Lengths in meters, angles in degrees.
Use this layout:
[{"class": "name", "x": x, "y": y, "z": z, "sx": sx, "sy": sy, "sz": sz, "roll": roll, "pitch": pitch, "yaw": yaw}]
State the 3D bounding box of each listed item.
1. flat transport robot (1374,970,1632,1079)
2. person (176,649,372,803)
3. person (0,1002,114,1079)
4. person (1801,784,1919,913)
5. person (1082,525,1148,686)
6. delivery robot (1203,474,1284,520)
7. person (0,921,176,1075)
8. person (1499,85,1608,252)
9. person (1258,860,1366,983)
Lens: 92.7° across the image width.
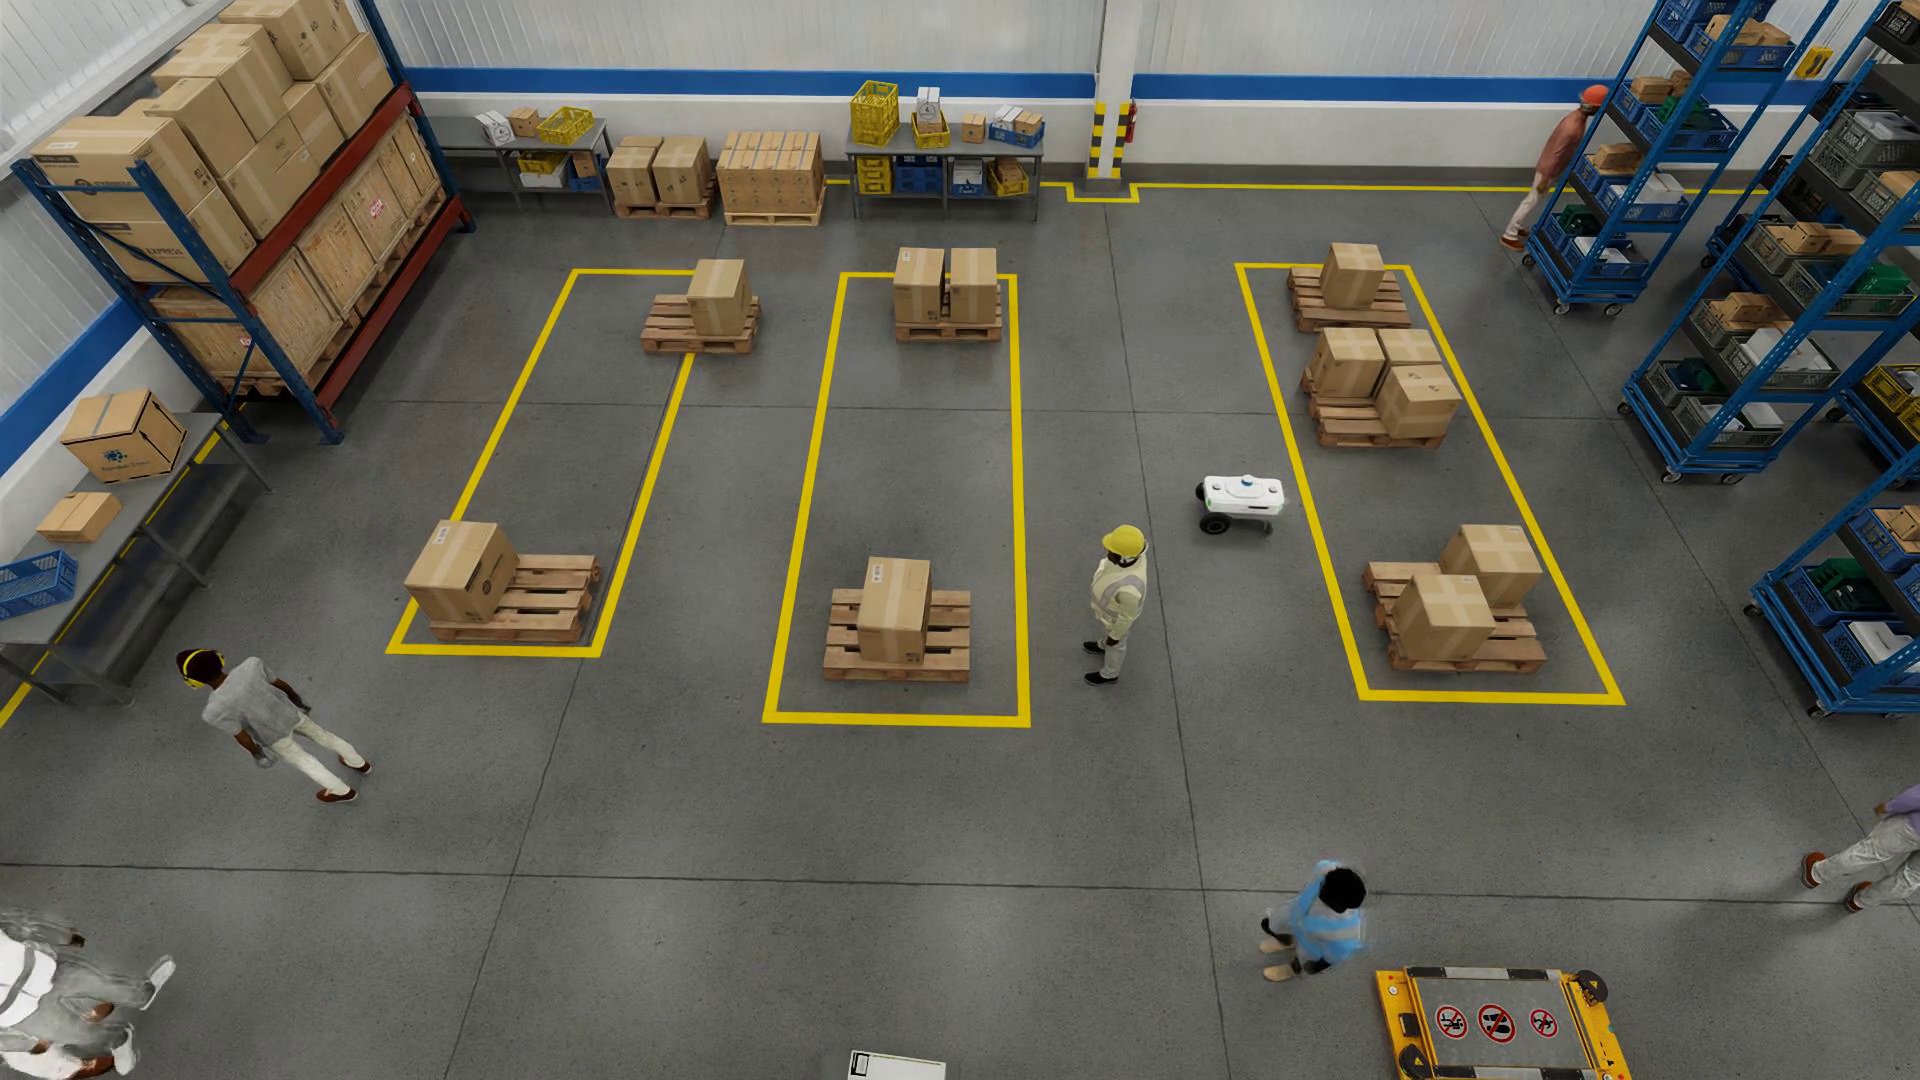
[{"class": "flat transport robot", "x": 3.501, "y": 3.133, "z": 5.914, "sx": 1.431, "sy": 0.197, "sz": 0.652, "roll": 1, "pitch": 51, "yaw": 1}, {"class": "person", "x": -4.757, "y": 1.302, "z": 6.381, "sx": 0.330, "sy": 1.874, "sz": 0.518, "roll": 9, "pitch": 51, "yaw": 7}, {"class": "person", "x": -5.646, "y": 2.681, "z": 5.245, "sx": 0.397, "sy": 1.896, "sz": 0.713, "roll": -28, "pitch": 56, "yaw": -21}, {"class": "person", "x": 6.275, "y": 1.880, "z": 5.868, "sx": 0.373, "sy": 1.940, "sz": 0.629, "roll": -37, "pitch": 60, "yaw": -26}, {"class": "person", "x": 1.190, "y": 0.510, "z": 7.051, "sx": 0.404, "sy": 1.834, "sz": 0.591, "roll": 4, "pitch": 51, "yaw": 4}, {"class": "delivery robot", "x": 2.639, "y": -0.413, "z": 8.564, "sx": 0.707, "sy": 0.478, "sz": 0.477, "roll": 3, "pitch": 51, "yaw": 2}, {"class": "person", "x": -5.372, "y": 2.584, "z": 5.341, "sx": 0.384, "sy": 1.876, "sz": 0.754, "roll": 3, "pitch": 51, "yaw": 2}, {"class": "person", "x": 7.116, "y": -4.455, "z": 10.997, "sx": 0.397, "sy": 1.990, "sz": 0.622, "roll": 32, "pitch": 58, "yaw": 23}, {"class": "person", "x": 2.141, "y": 2.389, "z": 5.616, "sx": 0.378, "sy": 1.681, "sz": 0.547, "roll": -5, "pitch": 51, "yaw": -4}]
